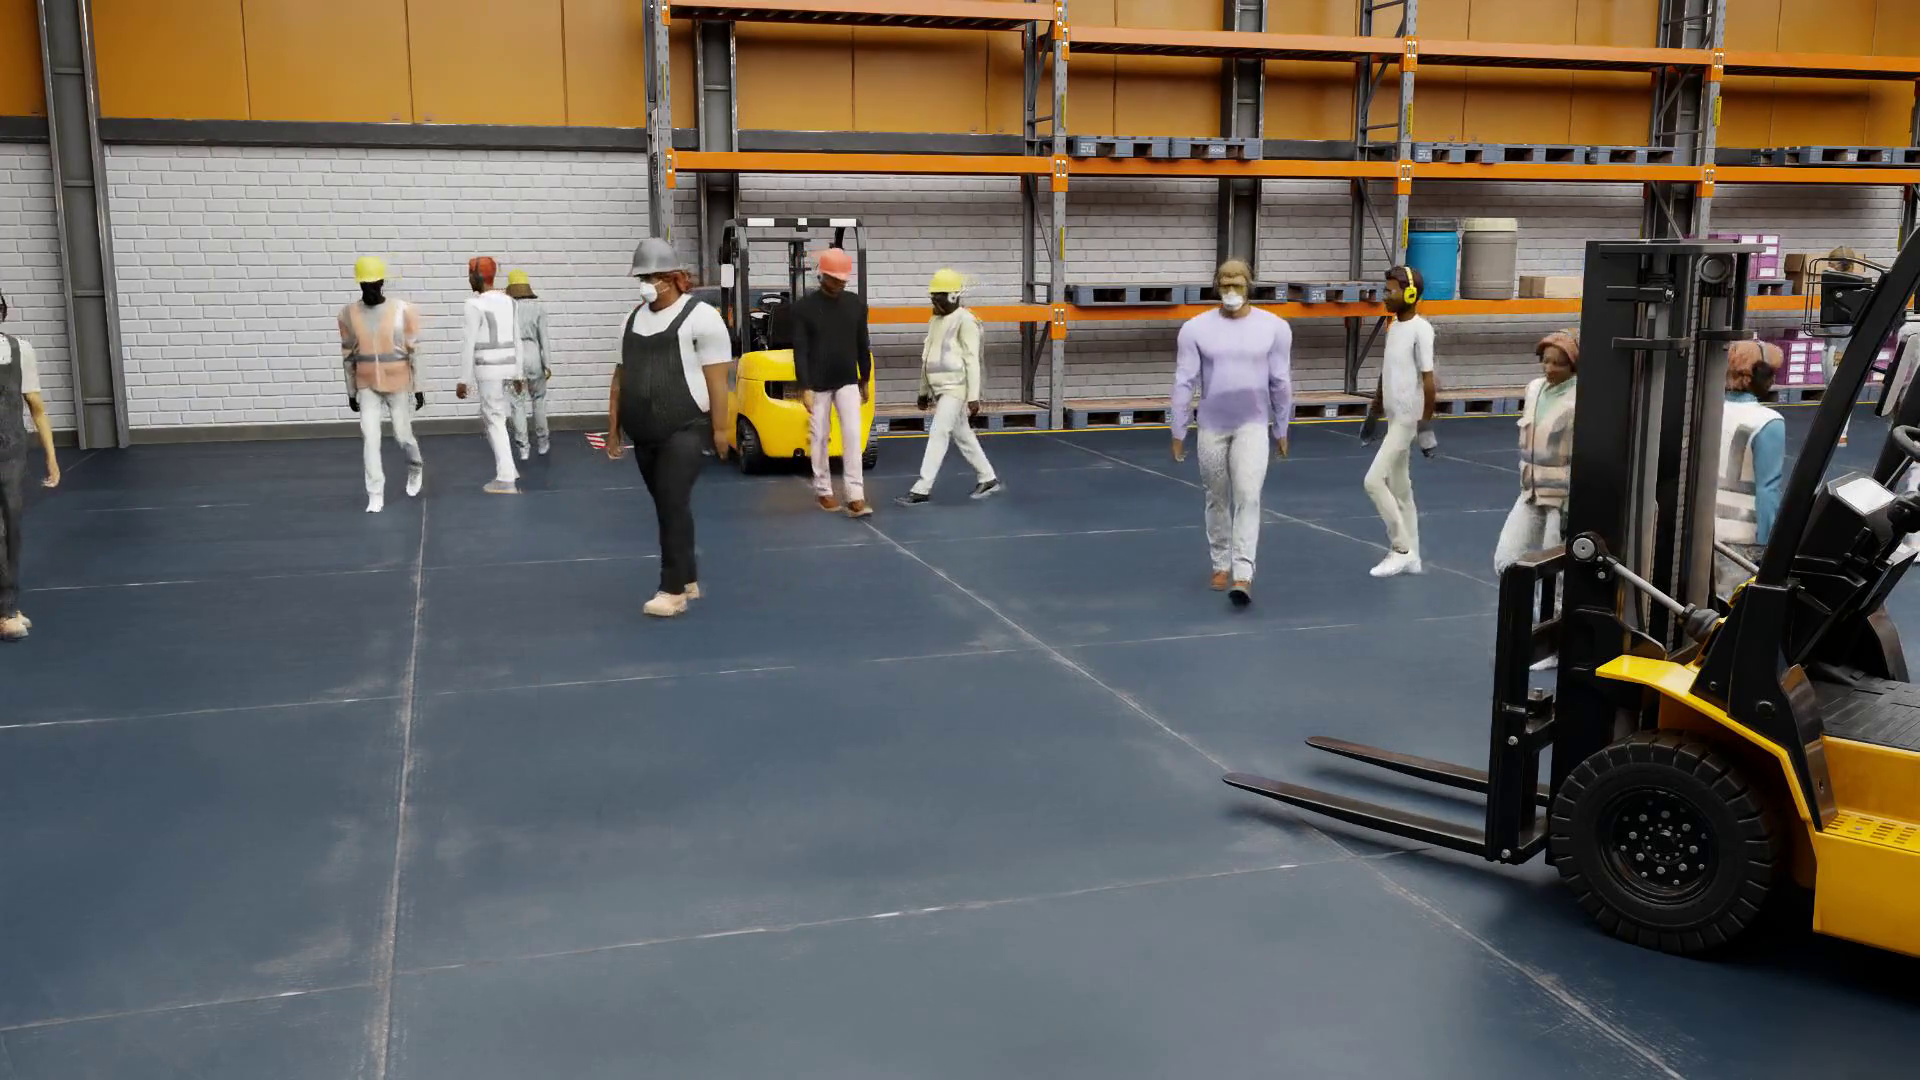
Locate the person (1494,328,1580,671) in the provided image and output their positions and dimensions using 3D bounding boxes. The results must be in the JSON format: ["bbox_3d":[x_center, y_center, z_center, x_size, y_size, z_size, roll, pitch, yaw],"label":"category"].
[{"bbox_3d":[2.697,-0.170,7.664,0.411,1.612,0.564,-3,11,-16],"label":"person"}]

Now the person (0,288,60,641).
[{"bbox_3d":[-4.831,-0.402,8.390,0.747,1.817,0.542,8,13,36],"label":"person"}]

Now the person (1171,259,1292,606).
[{"bbox_3d":[1.485,-0.591,9.220,0.657,1.890,0.986,3,11,14],"label":"person"}]

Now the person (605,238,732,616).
[{"bbox_3d":[-1.659,-0.615,8.947,0.712,2.000,0.782,7,12,34],"label":"person"}]

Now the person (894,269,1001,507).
[{"bbox_3d":[-0.070,-1.163,12.668,0.939,1.786,0.609,-5,11,-25],"label":"person"}]

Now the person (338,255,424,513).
[{"bbox_3d":[-4.299,-1.185,12.463,0.596,1.899,0.760,-1,10,-6],"label":"person"}]

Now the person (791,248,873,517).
[{"bbox_3d":[-0.883,-1.116,11.972,0.623,1.929,0.922,-4,11,-23],"label":"person"}]

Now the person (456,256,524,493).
[{"bbox_3d":[-3.723,-1.293,13.138,0.501,1.864,0.576,3,11,16],"label":"person"}]

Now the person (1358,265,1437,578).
[{"bbox_3d":[2.577,-0.695,9.904,0.502,1.853,0.523,0,10,0],"label":"person"}]

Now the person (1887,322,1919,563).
[{"bbox_3d":[6.154,-0.773,10.484,0.543,1.796,1.000,6,12,32],"label":"person"}]

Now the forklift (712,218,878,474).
[{"bbox_3d":[-1.522,-1.778,14.899,1.214,2.155,2.313,-3,11,-17],"label":"forklift"}]

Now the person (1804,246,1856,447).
[{"bbox_3d":[8.503,-1.870,16.117,0.373,1.937,0.629,3,11,16],"label":"person"}]

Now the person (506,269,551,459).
[{"bbox_3d":[-4.024,-1.622,15.319,0.510,1.714,0.711,-2,11,-11],"label":"person"}]

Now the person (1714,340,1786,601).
[{"bbox_3d":[3.082,-0.014,6.812,0.586,1.616,0.525,-2,11,-13],"label":"person"}]

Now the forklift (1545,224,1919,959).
[{"bbox_3d":[2.909,0.117,4.508,2.313,2.155,1.214,9,14,40],"label":"forklift"}]
